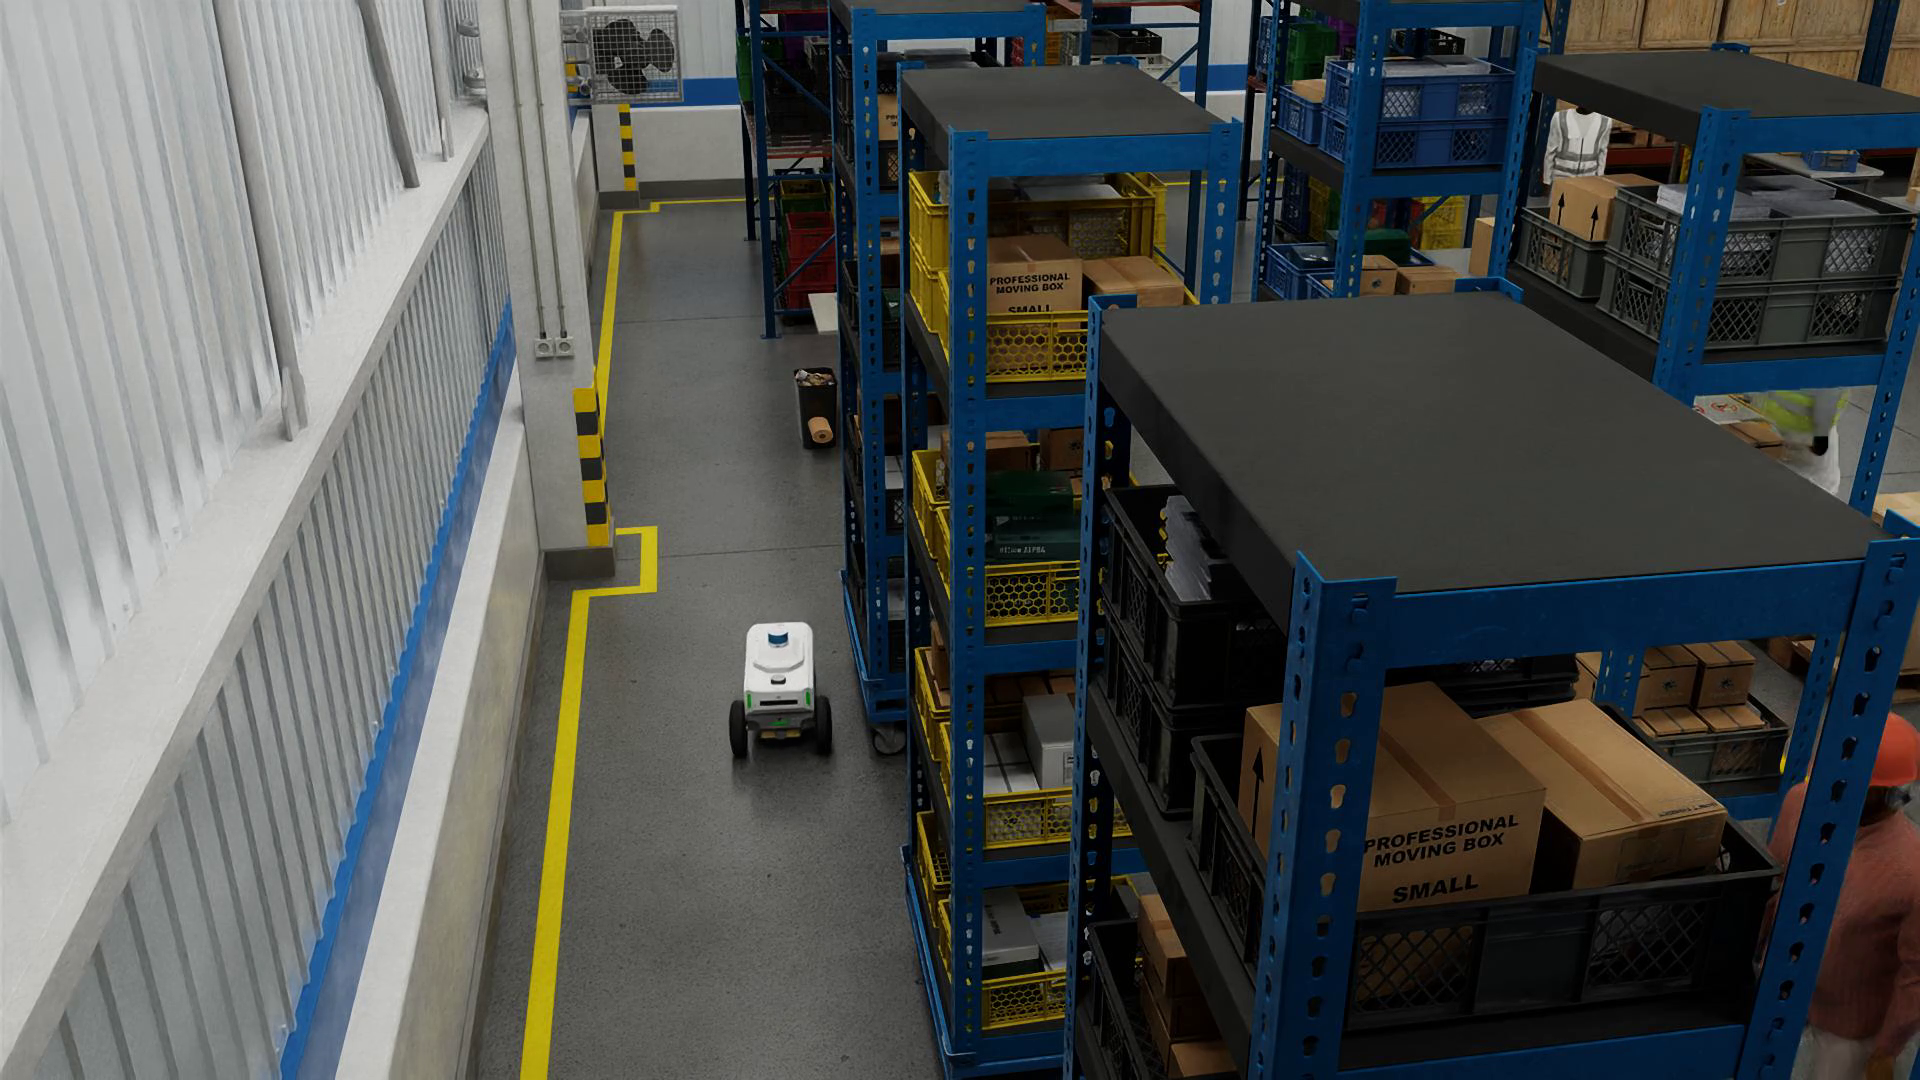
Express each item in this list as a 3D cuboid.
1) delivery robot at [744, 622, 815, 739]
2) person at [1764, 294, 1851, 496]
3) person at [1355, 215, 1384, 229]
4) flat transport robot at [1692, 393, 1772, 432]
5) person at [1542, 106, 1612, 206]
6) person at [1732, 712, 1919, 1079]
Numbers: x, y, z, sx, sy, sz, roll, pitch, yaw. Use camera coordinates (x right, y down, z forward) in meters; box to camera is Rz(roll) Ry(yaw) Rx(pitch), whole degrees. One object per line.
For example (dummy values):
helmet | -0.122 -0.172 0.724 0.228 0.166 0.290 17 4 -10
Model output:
delivery robot | -0.908 0.665 8.370 0.477 0.478 0.707 -2 25 -5
person | 5.132 -0.725 10.015 0.507 1.809 0.723 0 25 -1
person | 2.564 -1.185 10.910 1.017 1.885 0.631 12 27 24
flat transport robot | 5.224 -0.859 12.132 1.431 0.197 0.652 -4 25 -8
person | 5.814 -3.417 15.779 0.573 1.883 0.355 2 25 4
person | 2.677 1.400 5.186 0.398 1.990 0.619 -11 27 -22
